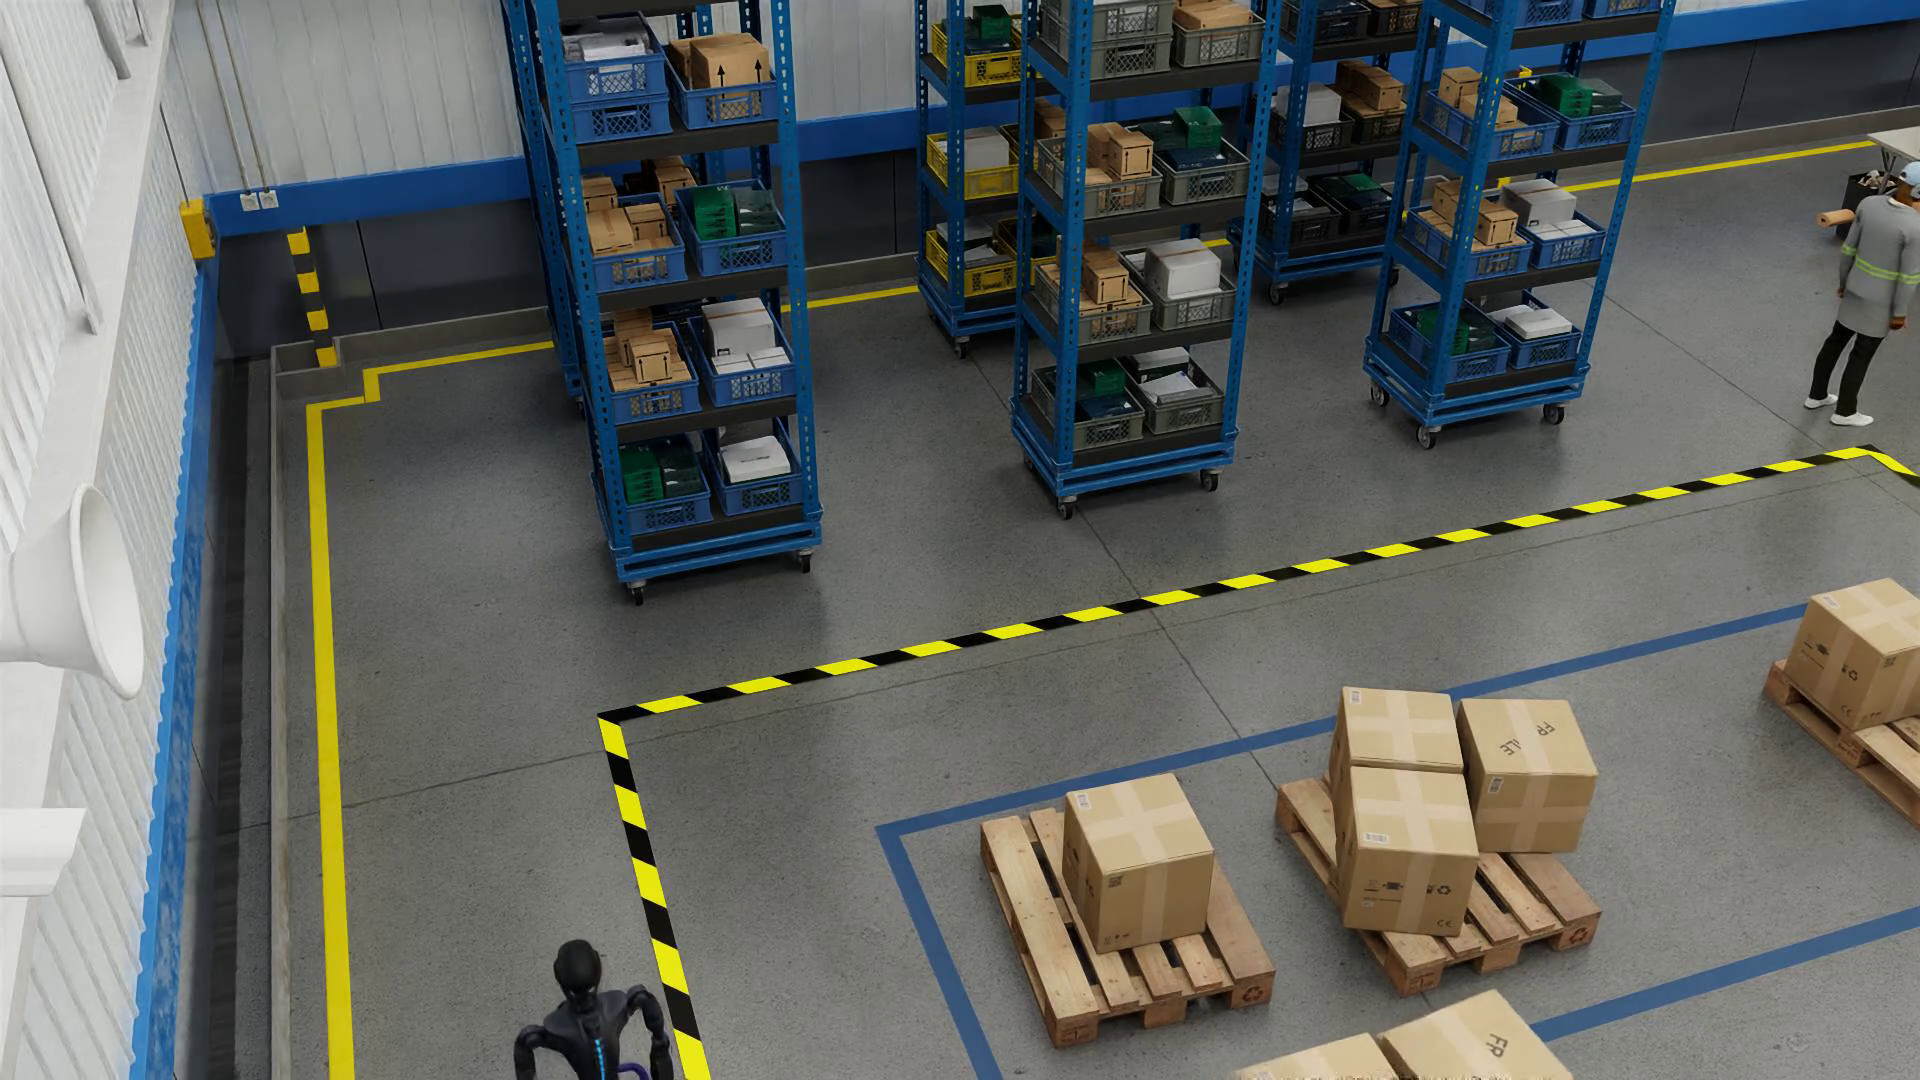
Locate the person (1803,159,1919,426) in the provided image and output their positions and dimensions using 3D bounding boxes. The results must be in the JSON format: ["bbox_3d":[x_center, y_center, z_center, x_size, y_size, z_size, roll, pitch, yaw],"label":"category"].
[{"bbox_3d":[6.057,-1.630,10.998,0.401,1.847,0.587,-10,37,-14],"label":"person"}]

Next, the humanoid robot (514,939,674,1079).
[{"bbox_3d":[-1.304,2.042,5.967,0.589,1.629,0.747,-18,39,-24],"label":"humanoid robot"}]
